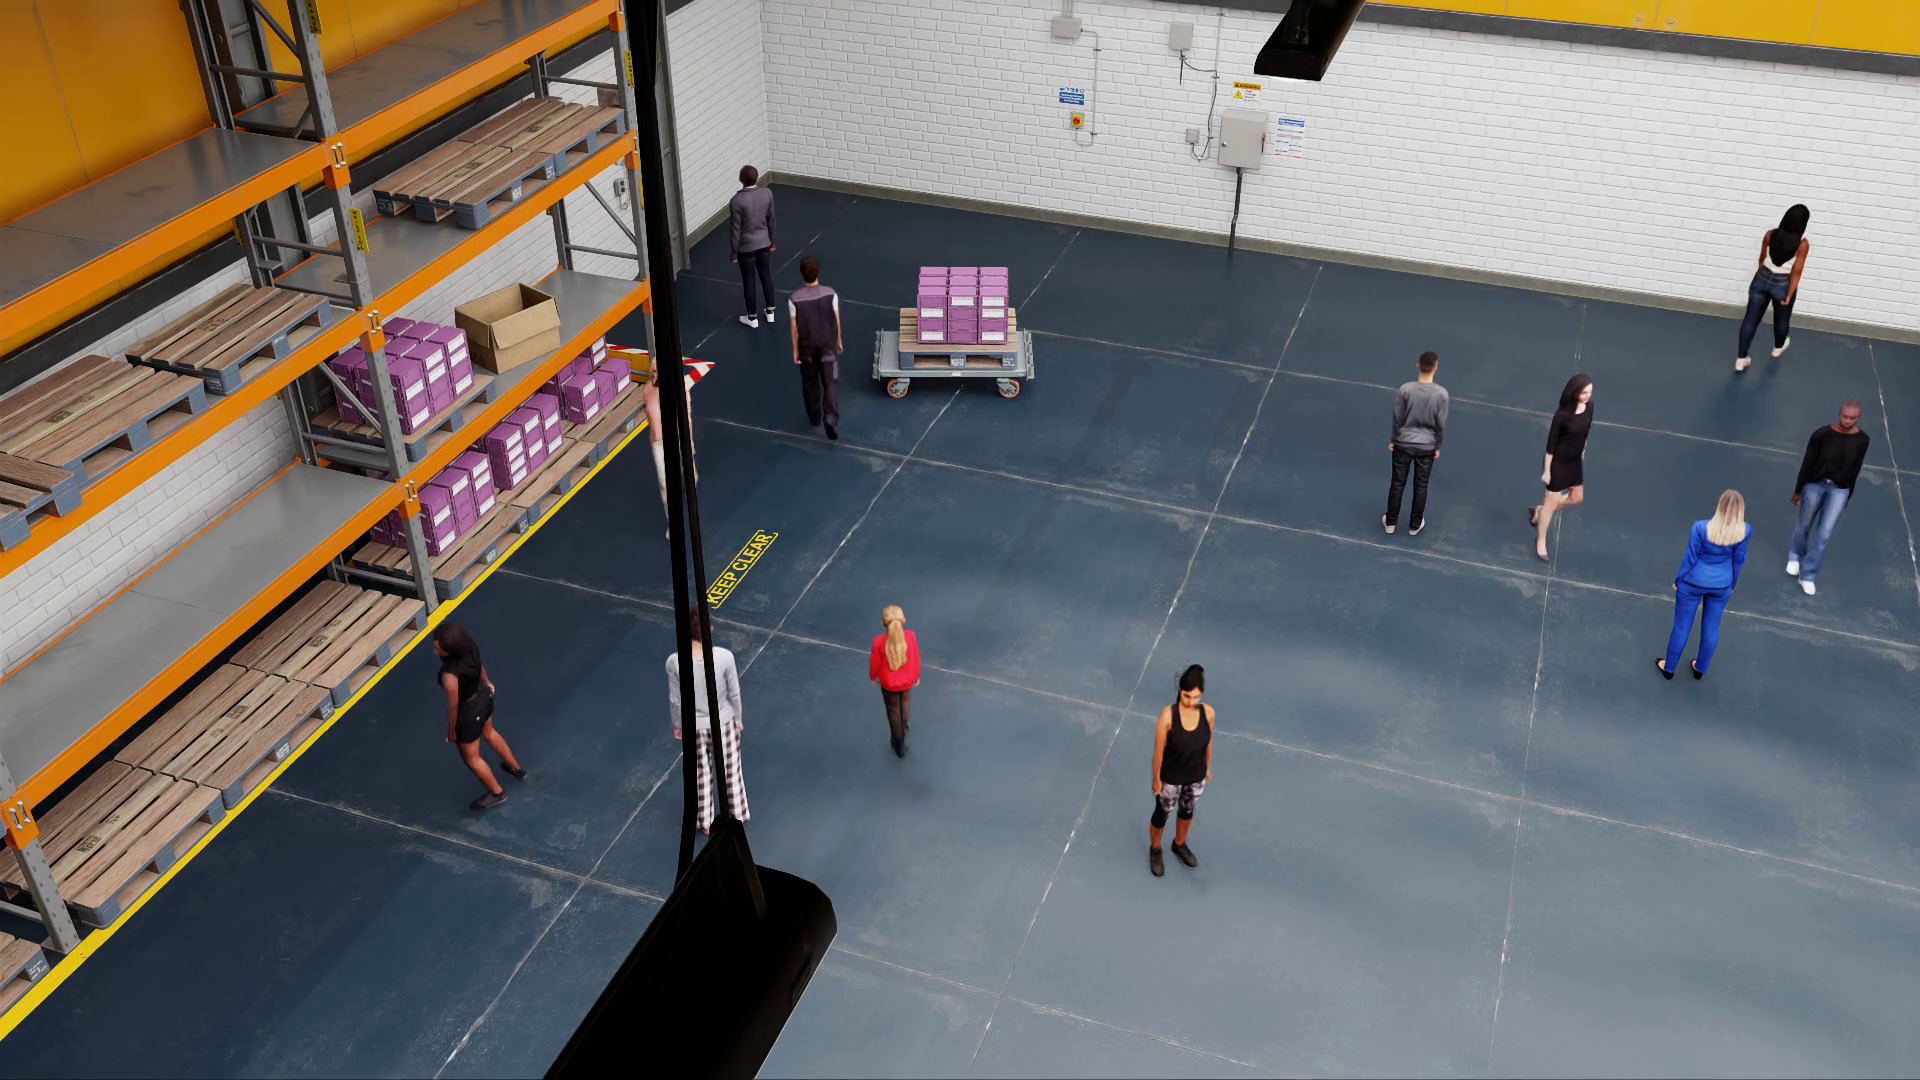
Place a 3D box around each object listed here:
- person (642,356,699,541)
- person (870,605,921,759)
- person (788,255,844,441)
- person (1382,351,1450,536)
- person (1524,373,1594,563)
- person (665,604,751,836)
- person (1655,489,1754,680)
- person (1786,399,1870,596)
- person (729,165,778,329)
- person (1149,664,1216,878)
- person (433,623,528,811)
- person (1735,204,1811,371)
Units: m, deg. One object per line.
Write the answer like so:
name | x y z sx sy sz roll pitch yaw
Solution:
person | -2.532 -0.914 14.710 0.764 1.692 1.138 3 34 5
person | -0.448 1.054 12.129 0.684 1.272 0.758 -10 35 -14
person | -1.352 -1.815 15.939 0.947 1.832 1.137 -4 34 -7
person | 3.980 -0.842 14.535 0.633 1.766 0.558 8 34 12
person | 5.103 -0.660 14.243 0.816 1.787 0.874 -16 37 -22
person | -1.718 1.241 11.329 0.715 1.847 0.719 -6 34 -9
person | 5.742 0.350 12.801 0.664 1.700 0.621 4 34 5
person | 7.264 -0.459 13.991 0.616 1.730 0.845 13 36 18
person | -2.228 -3.182 18.006 0.761 1.821 0.864 -20 39 -28
person | 1.472 1.522 11.070 0.657 1.664 0.695 -11 35 -16
person | -3.353 1.197 11.534 0.922 1.691 0.643 9 35 14
person | 8.323 -2.565 17.119 0.902 1.775 1.136 28 43 35
